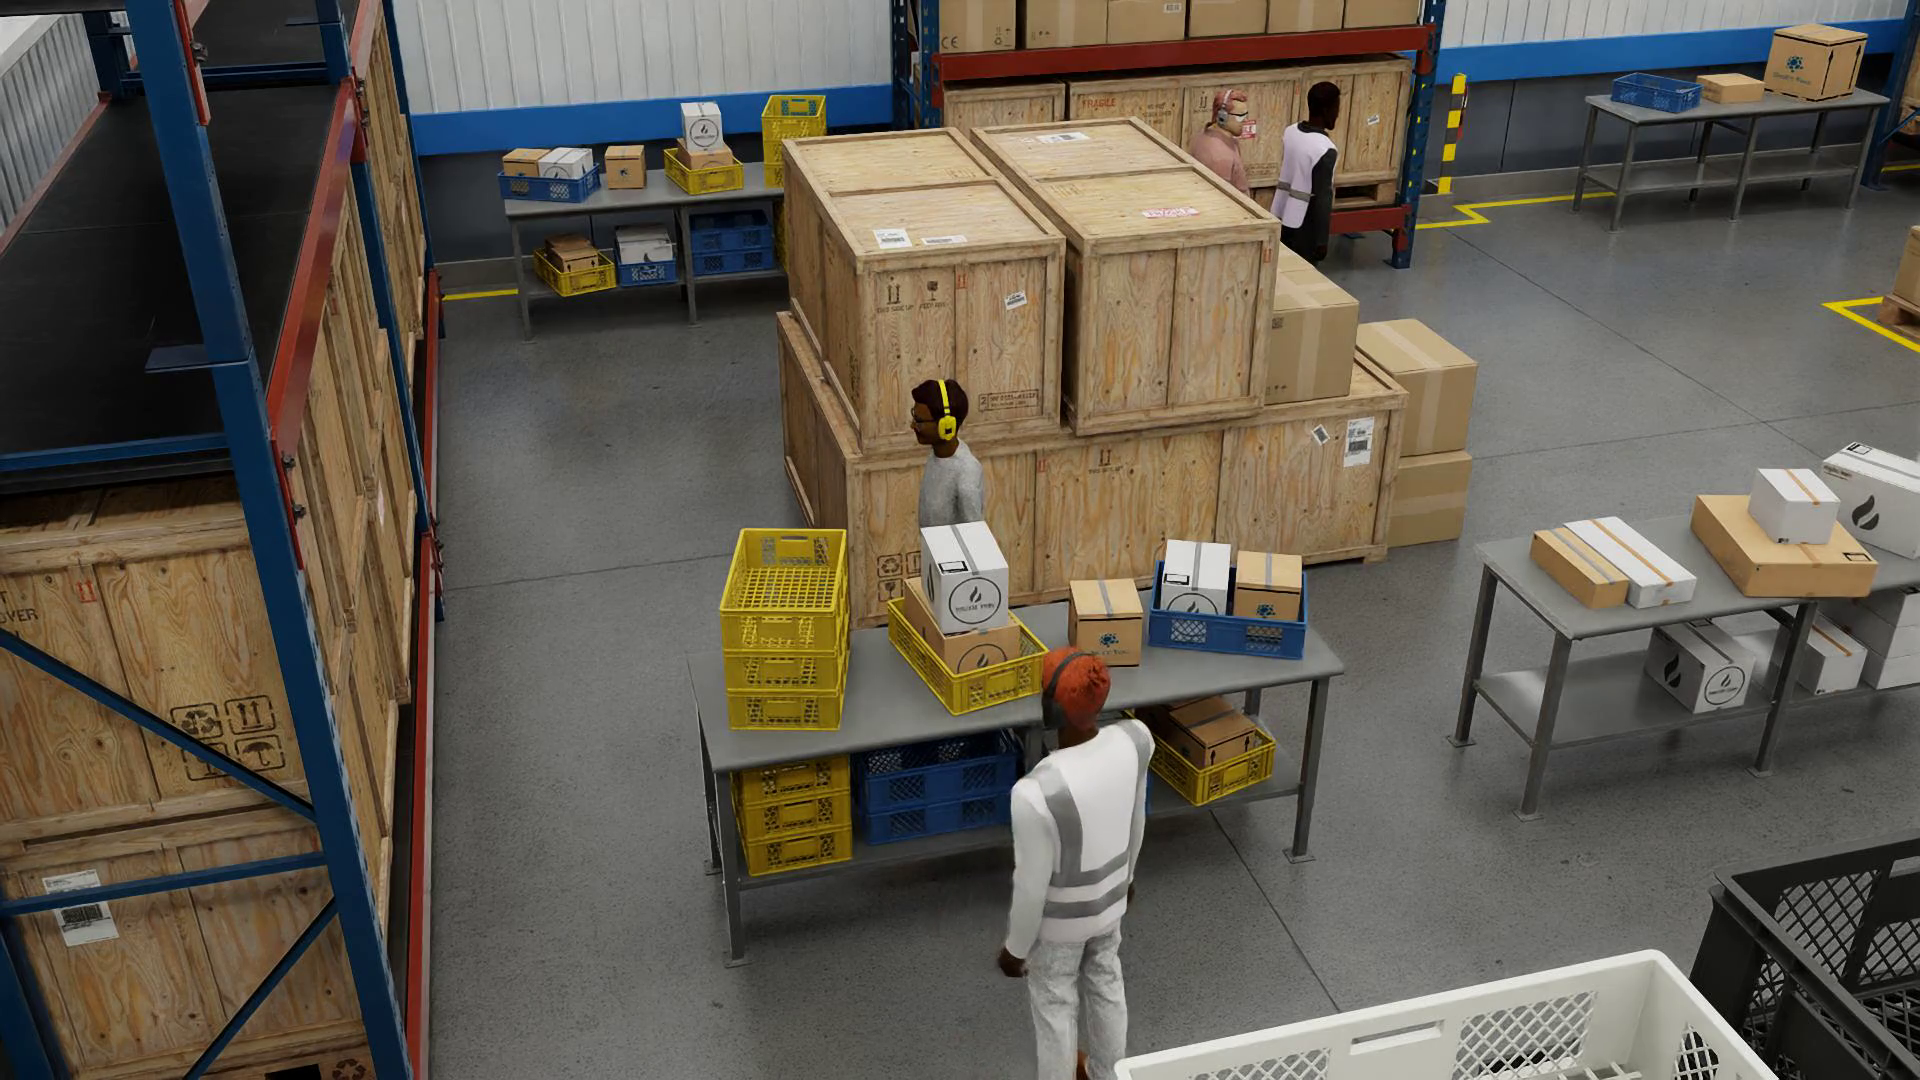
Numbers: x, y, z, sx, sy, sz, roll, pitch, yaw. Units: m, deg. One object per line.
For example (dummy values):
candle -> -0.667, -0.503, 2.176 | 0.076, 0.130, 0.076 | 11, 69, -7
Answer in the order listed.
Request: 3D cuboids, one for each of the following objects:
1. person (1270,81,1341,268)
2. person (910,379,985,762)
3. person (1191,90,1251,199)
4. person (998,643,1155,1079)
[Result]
person -> 2.321, -2.149, 11.308 | 0.389, 1.911, 0.591 | -9, 30, -15
person -> -0.051, 0.173, 7.129 | 0.310, 1.868, 0.532 | -9, 30, -16
person -> 1.728, -2.058, 11.144 | 0.401, 1.904, 0.649 | 0, 29, 0
person -> 0.362, 1.162, 5.319 | 0.584, 1.882, 0.337 | -25, 37, -37
